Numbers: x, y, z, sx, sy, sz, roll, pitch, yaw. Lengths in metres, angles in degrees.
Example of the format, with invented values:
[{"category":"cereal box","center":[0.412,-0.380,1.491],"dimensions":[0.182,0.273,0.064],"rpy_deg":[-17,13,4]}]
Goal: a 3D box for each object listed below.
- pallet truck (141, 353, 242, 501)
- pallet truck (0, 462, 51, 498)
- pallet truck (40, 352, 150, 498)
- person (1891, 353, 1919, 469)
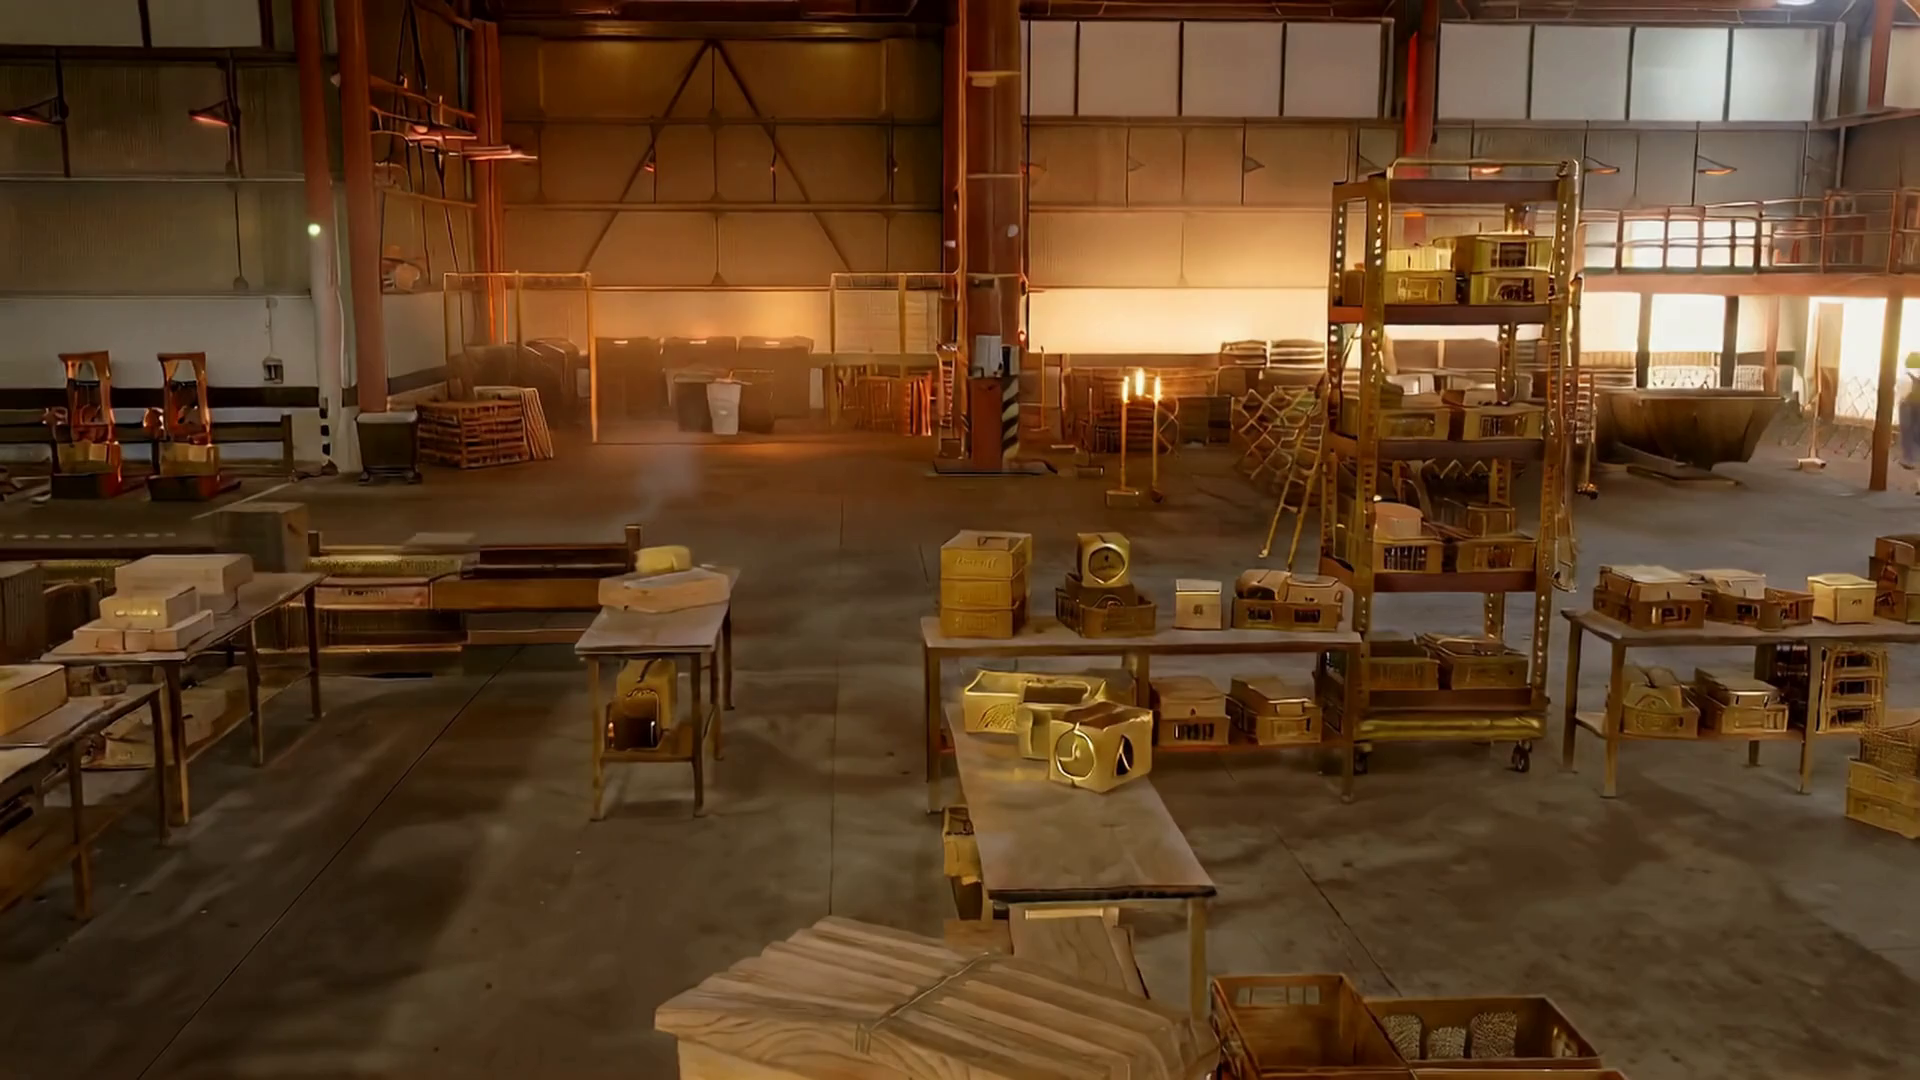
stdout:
[{"category":"pallet truck","center":[-10.520,-1.604,22.925],"dimensions":[0.823,1.965,1.885],"rpy_deg":[-1,9,-6]},{"category":"pallet truck","center":[-13.193,-1.293,23.148],"dimensions":[0.653,1.274,1.630],"rpy_deg":[-1,9,-4]},{"category":"pallet truck","center":[-11.907,-1.642,23.165],"dimensions":[0.823,1.965,1.885],"rpy_deg":[0,9,0]},{"category":"person","center":[14.937,-2.042,26.274],"dimensions":[0.542,1.801,0.924],"rpy_deg":[1,9,5]}]
